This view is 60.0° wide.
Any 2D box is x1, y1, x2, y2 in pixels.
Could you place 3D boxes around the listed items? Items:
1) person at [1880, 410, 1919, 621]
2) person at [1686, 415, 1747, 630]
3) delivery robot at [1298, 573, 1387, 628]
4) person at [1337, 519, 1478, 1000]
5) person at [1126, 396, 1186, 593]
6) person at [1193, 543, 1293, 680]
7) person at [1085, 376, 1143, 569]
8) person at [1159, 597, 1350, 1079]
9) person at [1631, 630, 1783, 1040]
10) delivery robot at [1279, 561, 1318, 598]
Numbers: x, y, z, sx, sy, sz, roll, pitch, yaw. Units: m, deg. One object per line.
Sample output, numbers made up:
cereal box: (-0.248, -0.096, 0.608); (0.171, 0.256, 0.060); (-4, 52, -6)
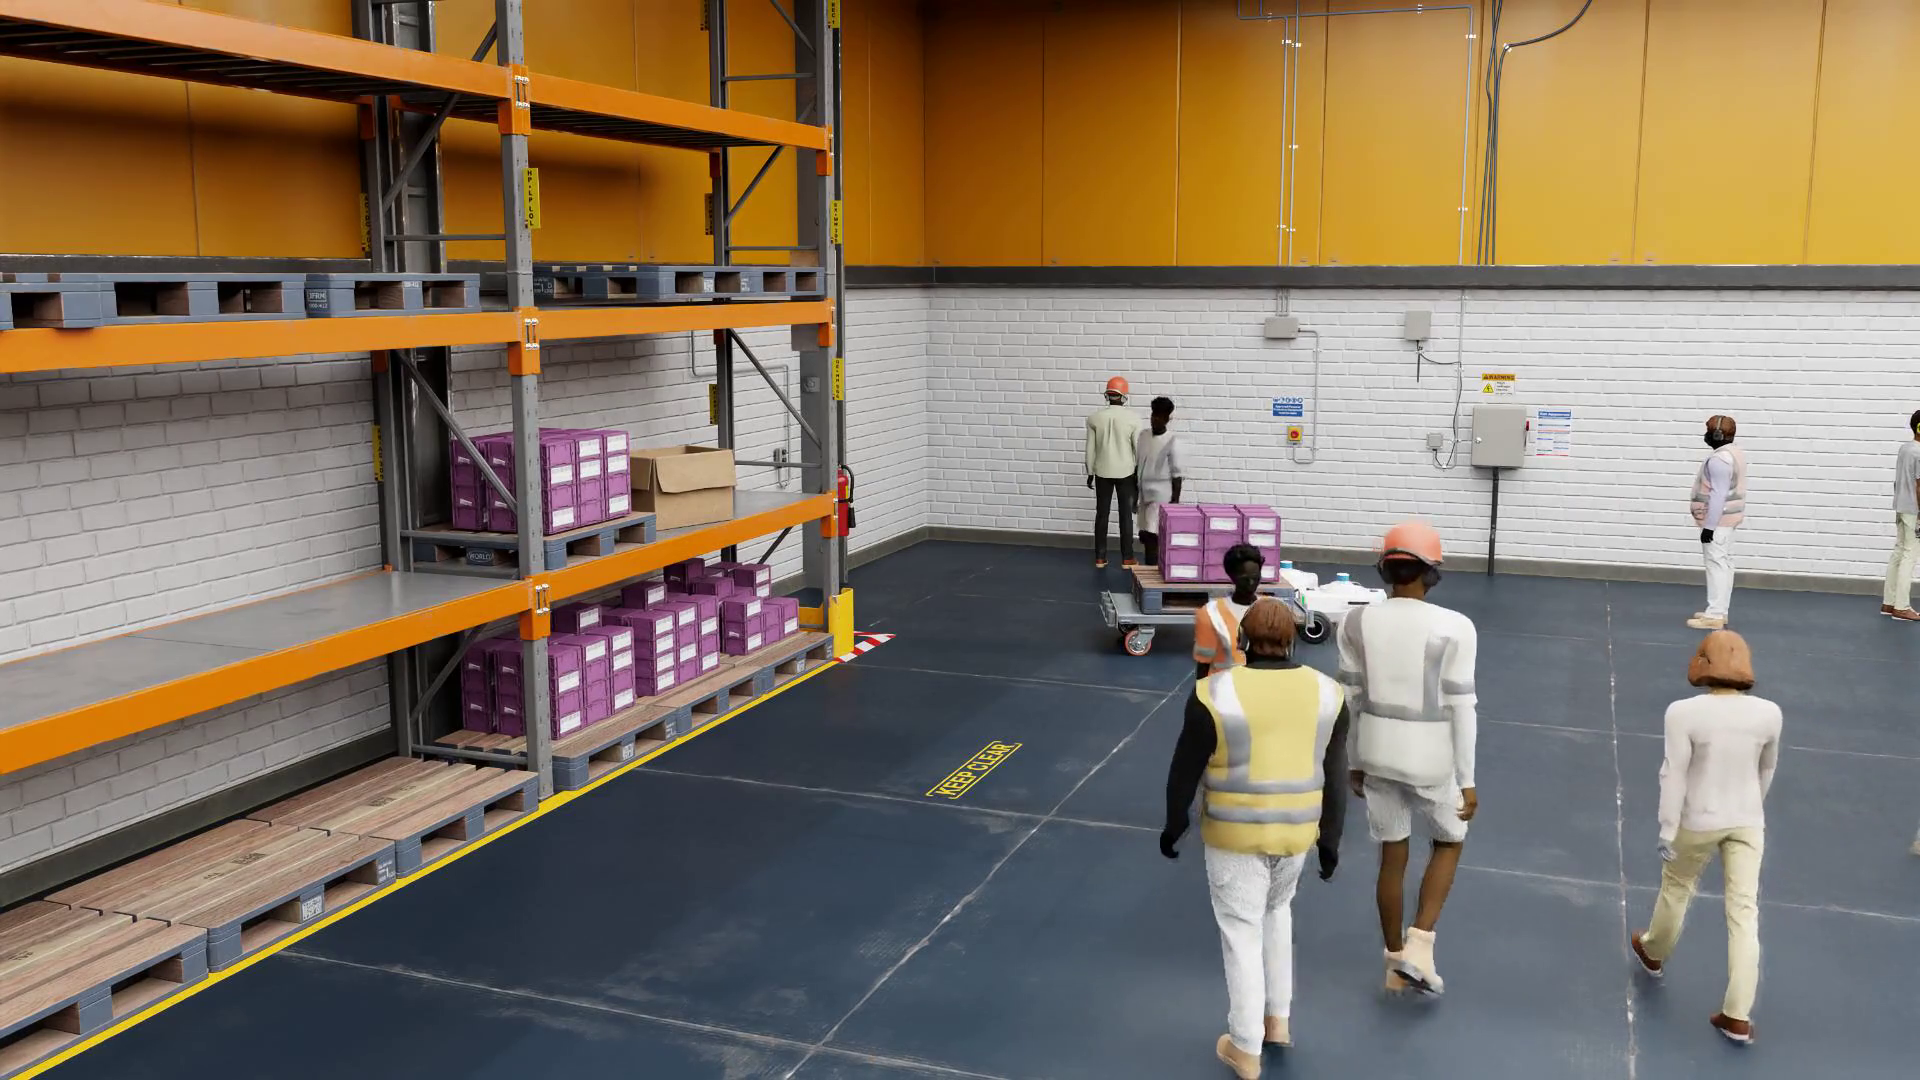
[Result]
person: (8.411, -0.225, 14.679); (0.319, 1.865, 0.521); (2, 9, 10)
person: (6.500, -0.153, 14.303); (0.430, 1.844, 0.623); (7, 11, 36)
delivery robot: (3.174, 0.519, 13.813); (0.707, 0.478, 0.477); (1, 9, 8)
person: (1.896, 0.924, 6.997); (0.650, 2.014, 0.471); (7, 11, 36)
person: (1.906, -0.404, 15.603); (0.717, 1.931, 0.651); (-5, 10, -28)
person: (1.468, 0.819, 8.735); (0.532, 1.665, 0.793); (-2, 9, -11)
person: (1.611, -0.697, 17.238); (0.626, 1.992, 0.387); (3, 10, 18)
person: (1.118, 1.120, 6.391); (0.642, 1.820, 0.545); (-2, 9, -14)
person: (3.079, 1.162, 6.834); (0.516, 1.587, 0.899); (0, 9, 2)
delivery robot: (2.820, 0.424, 14.413); (0.477, 0.478, 0.707); (6, 11, 34)
